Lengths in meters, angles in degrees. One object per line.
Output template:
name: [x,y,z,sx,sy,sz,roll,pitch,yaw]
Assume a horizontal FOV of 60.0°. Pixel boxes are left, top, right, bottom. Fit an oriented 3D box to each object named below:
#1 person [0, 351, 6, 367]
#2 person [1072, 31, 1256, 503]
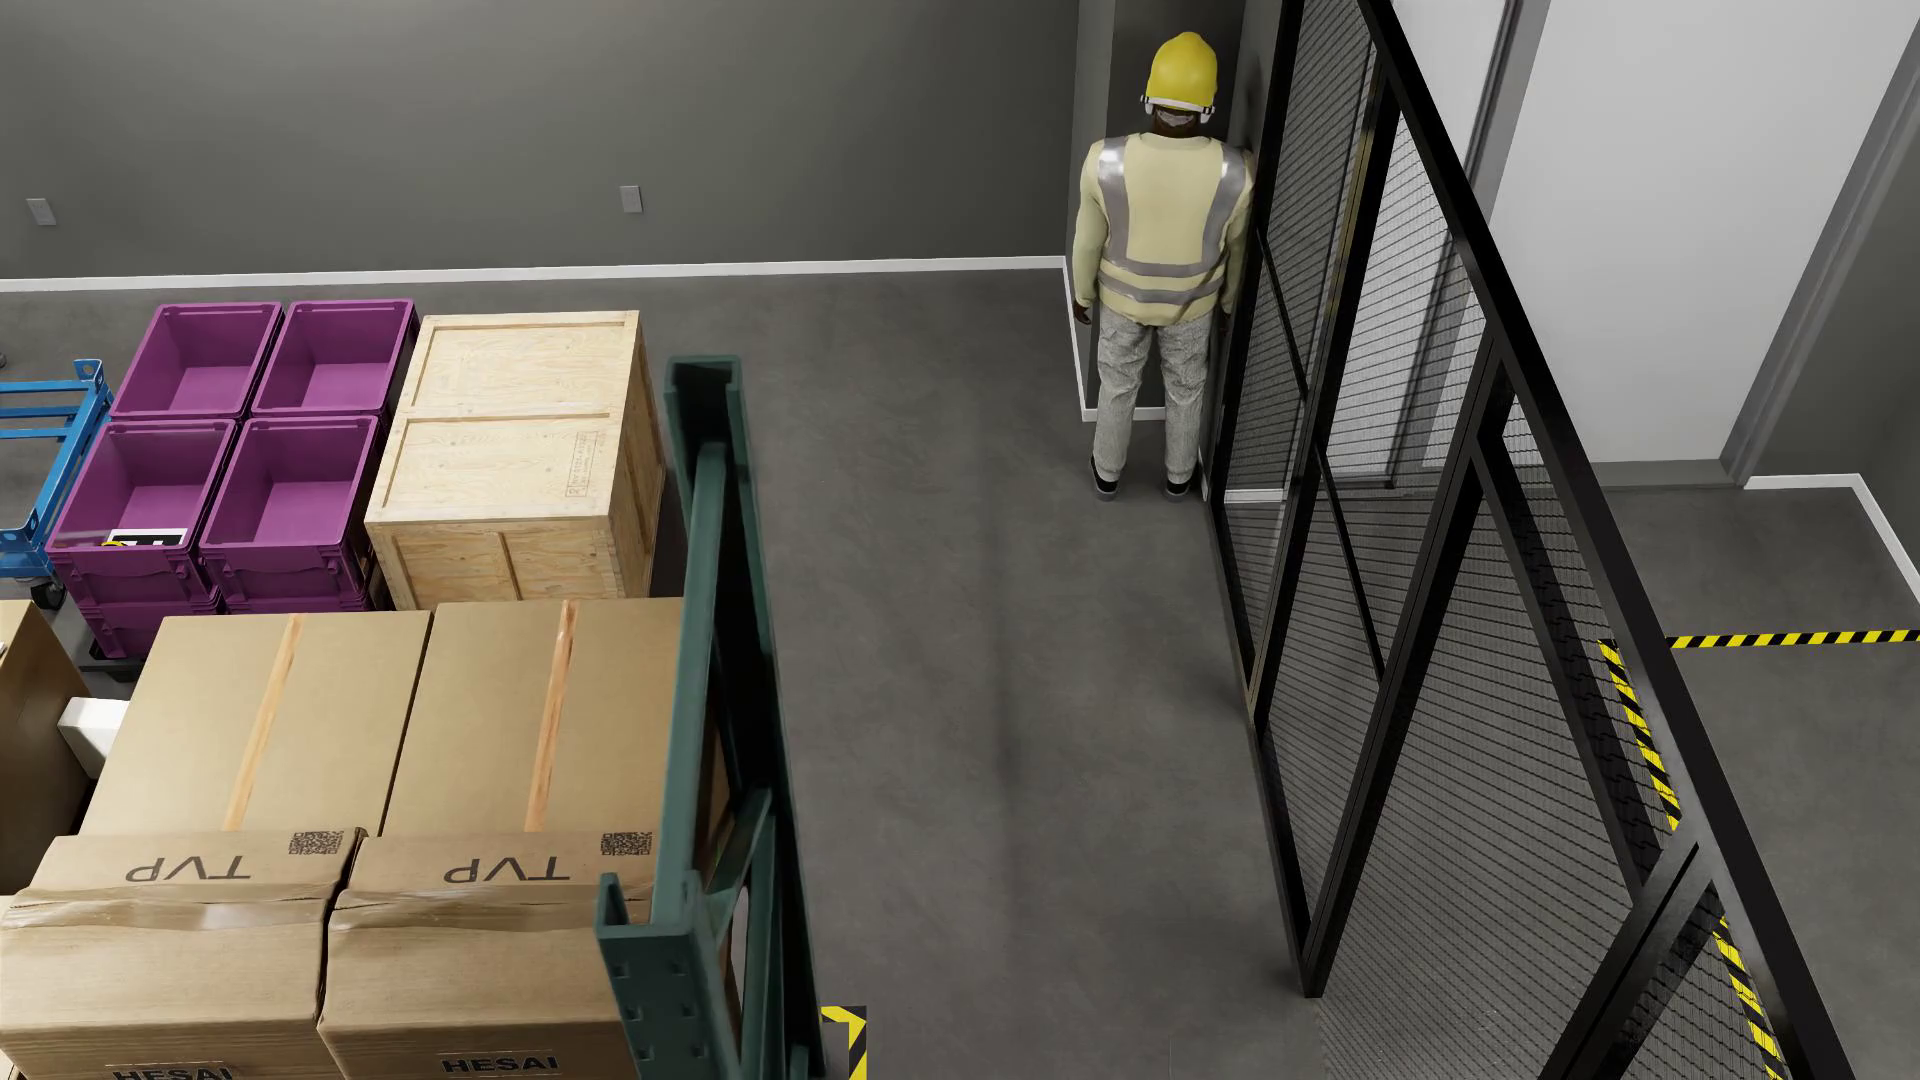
person: [-4.025,-1.271,5.970,0.352,1.937,0.635,-3,46,-3]
person: [0.679,-0.865,5.655,0.601,1.830,0.404,4,46,4]
